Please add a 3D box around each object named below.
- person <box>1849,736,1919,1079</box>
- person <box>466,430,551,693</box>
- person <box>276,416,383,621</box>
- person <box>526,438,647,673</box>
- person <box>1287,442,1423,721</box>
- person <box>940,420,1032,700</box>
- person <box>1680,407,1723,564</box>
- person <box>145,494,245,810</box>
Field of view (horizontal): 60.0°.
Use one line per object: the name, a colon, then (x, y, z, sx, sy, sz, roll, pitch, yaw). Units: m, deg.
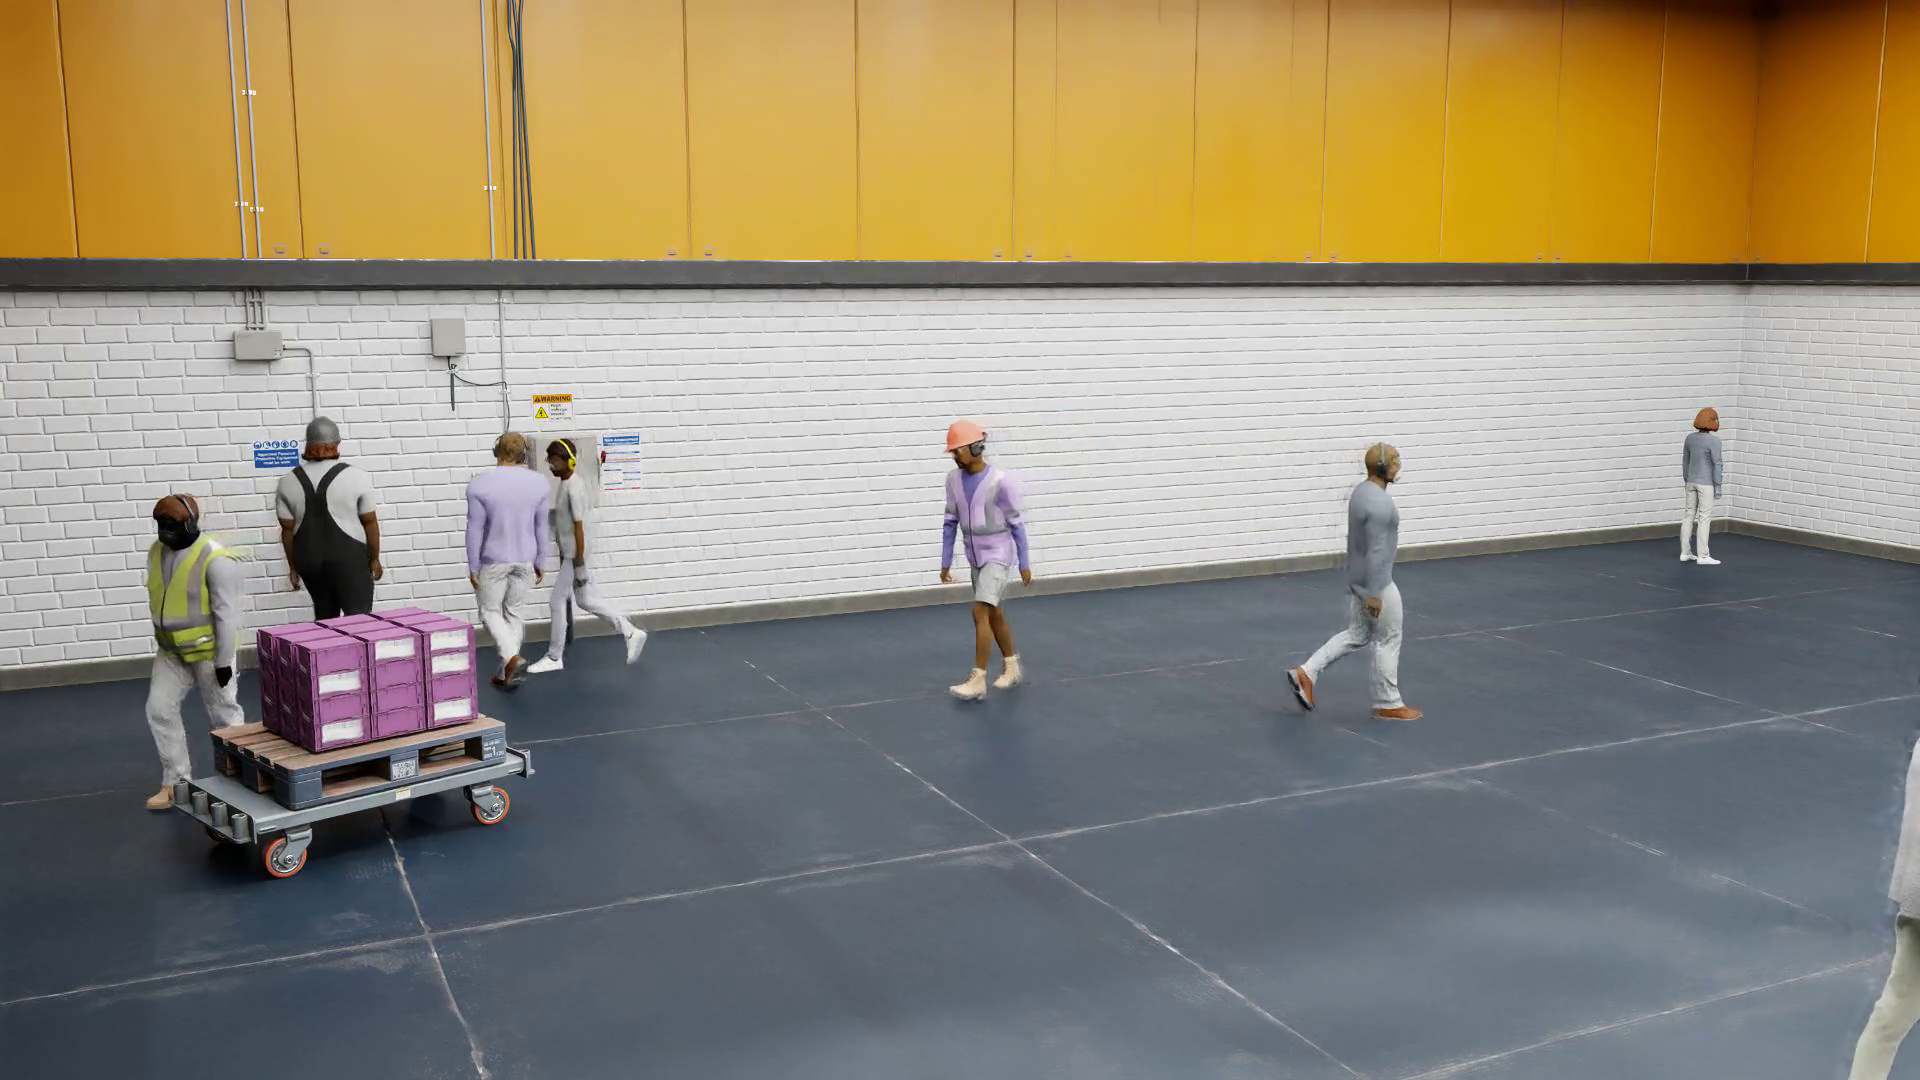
person: (3.390, 1.244, 5.474, 0.887, 1.833, 0.560, 2, 9, 11)
person: (-3.199, 0.172, 11.924, 0.637, 1.907, 0.640, -7, 11, -35)
person: (-4.497, 0.115, 11.858, 0.683, 2.000, 0.820, 1, 9, 4)
person: (-2.853, 0.111, 12.569, 0.877, 1.816, 0.577, -2, 9, -13)
person: (2.695, 0.286, 11.227, 0.833, 1.918, 0.633, 0, 9, 1)
person: (0.154, 0.138, 11.853, 0.937, 1.983, 0.628, -9, 13, -44)
person: (7.736, -0.564, 17.326, 0.280, 1.635, 0.500, -3, 10, -20)
person: (-4.345, 0.632, 9.362, 0.639, 1.807, 0.710, 4, 10, 23)
